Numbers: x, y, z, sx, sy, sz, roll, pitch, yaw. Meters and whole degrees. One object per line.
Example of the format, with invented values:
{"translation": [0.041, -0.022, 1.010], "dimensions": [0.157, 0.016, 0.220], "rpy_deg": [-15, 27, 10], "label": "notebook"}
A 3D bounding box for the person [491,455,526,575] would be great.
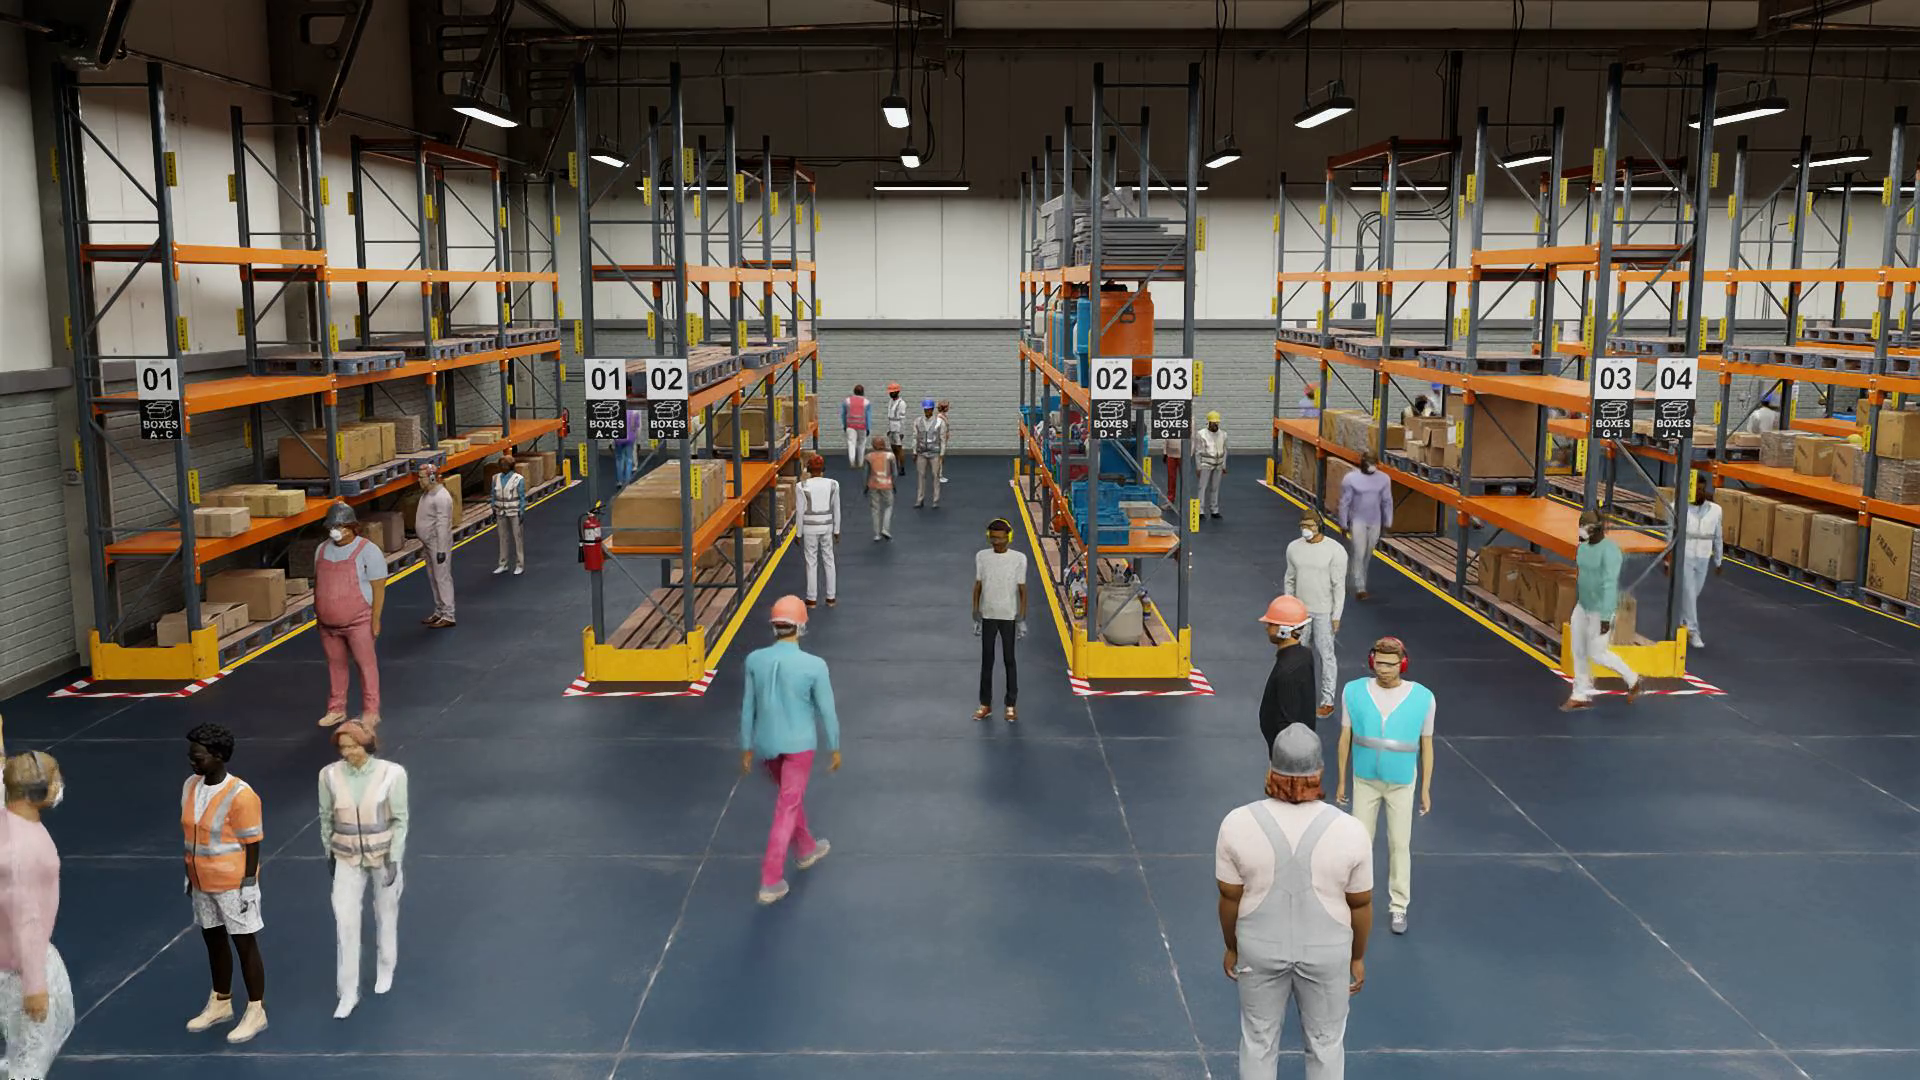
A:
{"translation": [-6.150, -0.348, 22.658], "dimensions": [0.514, 1.644, 0.307], "rpy_deg": [2, 9, 15], "label": "person"}

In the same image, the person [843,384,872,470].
{"translation": [-2.190, -2.407, 35.394], "dimensions": [0.628, 1.810, 0.873], "rpy_deg": [0, 9, 1], "label": "person"}

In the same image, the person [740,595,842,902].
{"translation": [-1.101, 1.327, 10.933], "dimensions": [0.643, 1.941, 1.018], "rpy_deg": [4, 10, 24], "label": "person"}

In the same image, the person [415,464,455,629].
{"translation": [-6.070, 0.068, 19.187], "dimensions": [0.401, 1.900, 0.636], "rpy_deg": [-6, 11, -36], "label": "person"}

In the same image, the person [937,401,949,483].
{"translation": [-0.359, -1.956, 33.052], "dimensions": [0.318, 1.630, 0.513], "rpy_deg": [1, 9, 4], "label": "person"}

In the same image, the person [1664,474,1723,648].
{"translation": [8.119, 0.189, 18.449], "dimensions": [0.600, 1.880, 0.951], "rpy_deg": [0, 9, 0], "label": "person"}

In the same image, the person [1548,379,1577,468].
{"translation": [12.263, -2.245, 33.620], "dimensions": [0.579, 2.030, 0.607], "rpy_deg": [0, 9, -1], "label": "person"}

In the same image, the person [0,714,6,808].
{"translation": [-5.757, 1.552, 9.524], "dimensions": [0.543, 1.927, 0.375], "rpy_deg": [-1, 9, -4], "label": "person"}

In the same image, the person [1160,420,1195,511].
{"translation": [3.782, -1.492, 28.884], "dimensions": [0.611, 1.996, 0.379], "rpy_deg": [7, 12, 40], "label": "person"}

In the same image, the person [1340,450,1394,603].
{"translation": [5.097, -0.165, 20.715], "dimensions": [0.619, 1.888, 0.954], "rpy_deg": [-1, 9, -9], "label": "person"}

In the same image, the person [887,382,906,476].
{"translation": [-1.330, -2.267, 34.101], "dimensions": [0.387, 1.929, 0.548], "rpy_deg": [-5, 10, -31], "label": "person"}

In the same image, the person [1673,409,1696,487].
{"translation": [13.837, -1.766, 31.864], "dimensions": [0.589, 1.621, 0.449], "rpy_deg": [-5, 10, -27], "label": "person"}

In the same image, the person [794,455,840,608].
{"translation": [-1.740, -0.105, 20.324], "dimensions": [0.584, 1.882, 0.337], "rpy_deg": [-4, 10, -25], "label": "person"}

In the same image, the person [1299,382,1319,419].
{"translation": [7.365, -2.358, 34.779], "dimensions": [0.560, 1.890, 0.562], "rpy_deg": [2, 9, 12], "label": "person"}

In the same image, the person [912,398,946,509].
{"translation": [-0.549, -1.521, 29.218], "dimensions": [0.603, 1.949, 0.389], "rpy_deg": [2, 9, 14], "label": "person"}

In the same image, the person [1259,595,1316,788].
{"translation": [2.088, 1.339, 10.672], "dimensions": [0.378, 1.996, 0.611], "rpy_deg": [3, 9, 21], "label": "person"}

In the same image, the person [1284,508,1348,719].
{"translation": [3.244, 0.660, 15.259], "dimensions": [0.626, 1.933, 0.371], "rpy_deg": [8, 12, 42], "label": "person"}

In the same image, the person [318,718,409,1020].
{"translation": [-3.259, 1.777, 9.087], "dimensions": [0.511, 1.606, 0.734], "rpy_deg": [-1, 9, -5], "label": "person"}

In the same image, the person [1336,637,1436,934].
{"translation": [2.608, 1.487, 10.215], "dimensions": [0.571, 1.840, 0.374], "rpy_deg": [3, 9, 21], "label": "person"}

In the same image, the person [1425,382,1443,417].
{"translation": [10.216, -2.520, 35.791], "dimensions": [0.631, 1.897, 0.716], "rpy_deg": [-3, 9, -18], "label": "person"}

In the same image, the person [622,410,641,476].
{"translation": [-6.826, -2.218, 34.076], "dimensions": [0.589, 1.833, 0.404], "rpy_deg": [0, 9, 3], "label": "person"}

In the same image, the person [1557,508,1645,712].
{"translation": [5.937, 0.651, 15.353], "dimensions": [0.700, 1.916, 0.638], "rpy_deg": [-2, 9, -12], "label": "person"}

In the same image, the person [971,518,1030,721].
{"translation": [0.369, 0.720, 15.093], "dimensions": [0.559, 1.863, 0.323], "rpy_deg": [2, 9, 14], "label": "person"}

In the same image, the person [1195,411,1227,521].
{"translation": [4.206, -1.241, 27.790], "dimensions": [0.588, 1.835, 0.404], "rpy_deg": [-3, 9, -20], "label": "person"}

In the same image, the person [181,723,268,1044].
{"translation": [-3.886, 1.788, 8.743], "dimensions": [0.541, 1.696, 0.315], "rpy_deg": [5, 10, 27], "label": "person"}

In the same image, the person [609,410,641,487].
{"translation": [-6.458, -1.931, 32.021], "dimensions": [0.614, 1.885, 0.889], "rpy_deg": [-2, 9, -15], "label": "person"}

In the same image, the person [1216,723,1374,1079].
{"translation": [1.502, 1.810, 7.498], "dimensions": [0.683, 2.000, 0.538], "rpy_deg": [2, 9, 14], "label": "person"}

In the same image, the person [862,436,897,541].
{"translation": [-1.240, -0.791, 25.581], "dimensions": [0.541, 1.609, 0.446], "rpy_deg": [1, 9, 9], "label": "person"}

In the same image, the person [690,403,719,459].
{"translation": [-4.420, -1.517, 29.048], "dimensions": [0.611, 1.995, 0.376], "rpy_deg": [-4, 10, -27], "label": "person"}

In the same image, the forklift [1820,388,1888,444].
{"translation": [20.072, -3.110, 36.462], "dimensions": [1.873, 2.768, 1.129], "rpy_deg": [0, 9, 0], "label": "forklift"}

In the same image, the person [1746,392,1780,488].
{"translation": [15.003, -1.814, 31.175], "dimensions": [0.639, 1.921, 0.488], "rpy_deg": [0, 9, 0], "label": "person"}

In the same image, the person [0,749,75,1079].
{"translation": [-4.175, 1.887, 7.441], "dimensions": [0.451, 1.910, 0.690], "rpy_deg": [-5, 10, -31], "label": "person"}

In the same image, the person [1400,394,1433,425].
{"translation": [8.844, -1.929, 32.317], "dimensions": [0.653, 1.813, 0.437], "rpy_deg": [3, 9, 21], "label": "person"}

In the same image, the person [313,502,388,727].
{"translation": [-5.485, 0.672, 14.822], "dimensions": [0.689, 2.000, 0.539], "rpy_deg": [2, 9, 13], "label": "person"}
